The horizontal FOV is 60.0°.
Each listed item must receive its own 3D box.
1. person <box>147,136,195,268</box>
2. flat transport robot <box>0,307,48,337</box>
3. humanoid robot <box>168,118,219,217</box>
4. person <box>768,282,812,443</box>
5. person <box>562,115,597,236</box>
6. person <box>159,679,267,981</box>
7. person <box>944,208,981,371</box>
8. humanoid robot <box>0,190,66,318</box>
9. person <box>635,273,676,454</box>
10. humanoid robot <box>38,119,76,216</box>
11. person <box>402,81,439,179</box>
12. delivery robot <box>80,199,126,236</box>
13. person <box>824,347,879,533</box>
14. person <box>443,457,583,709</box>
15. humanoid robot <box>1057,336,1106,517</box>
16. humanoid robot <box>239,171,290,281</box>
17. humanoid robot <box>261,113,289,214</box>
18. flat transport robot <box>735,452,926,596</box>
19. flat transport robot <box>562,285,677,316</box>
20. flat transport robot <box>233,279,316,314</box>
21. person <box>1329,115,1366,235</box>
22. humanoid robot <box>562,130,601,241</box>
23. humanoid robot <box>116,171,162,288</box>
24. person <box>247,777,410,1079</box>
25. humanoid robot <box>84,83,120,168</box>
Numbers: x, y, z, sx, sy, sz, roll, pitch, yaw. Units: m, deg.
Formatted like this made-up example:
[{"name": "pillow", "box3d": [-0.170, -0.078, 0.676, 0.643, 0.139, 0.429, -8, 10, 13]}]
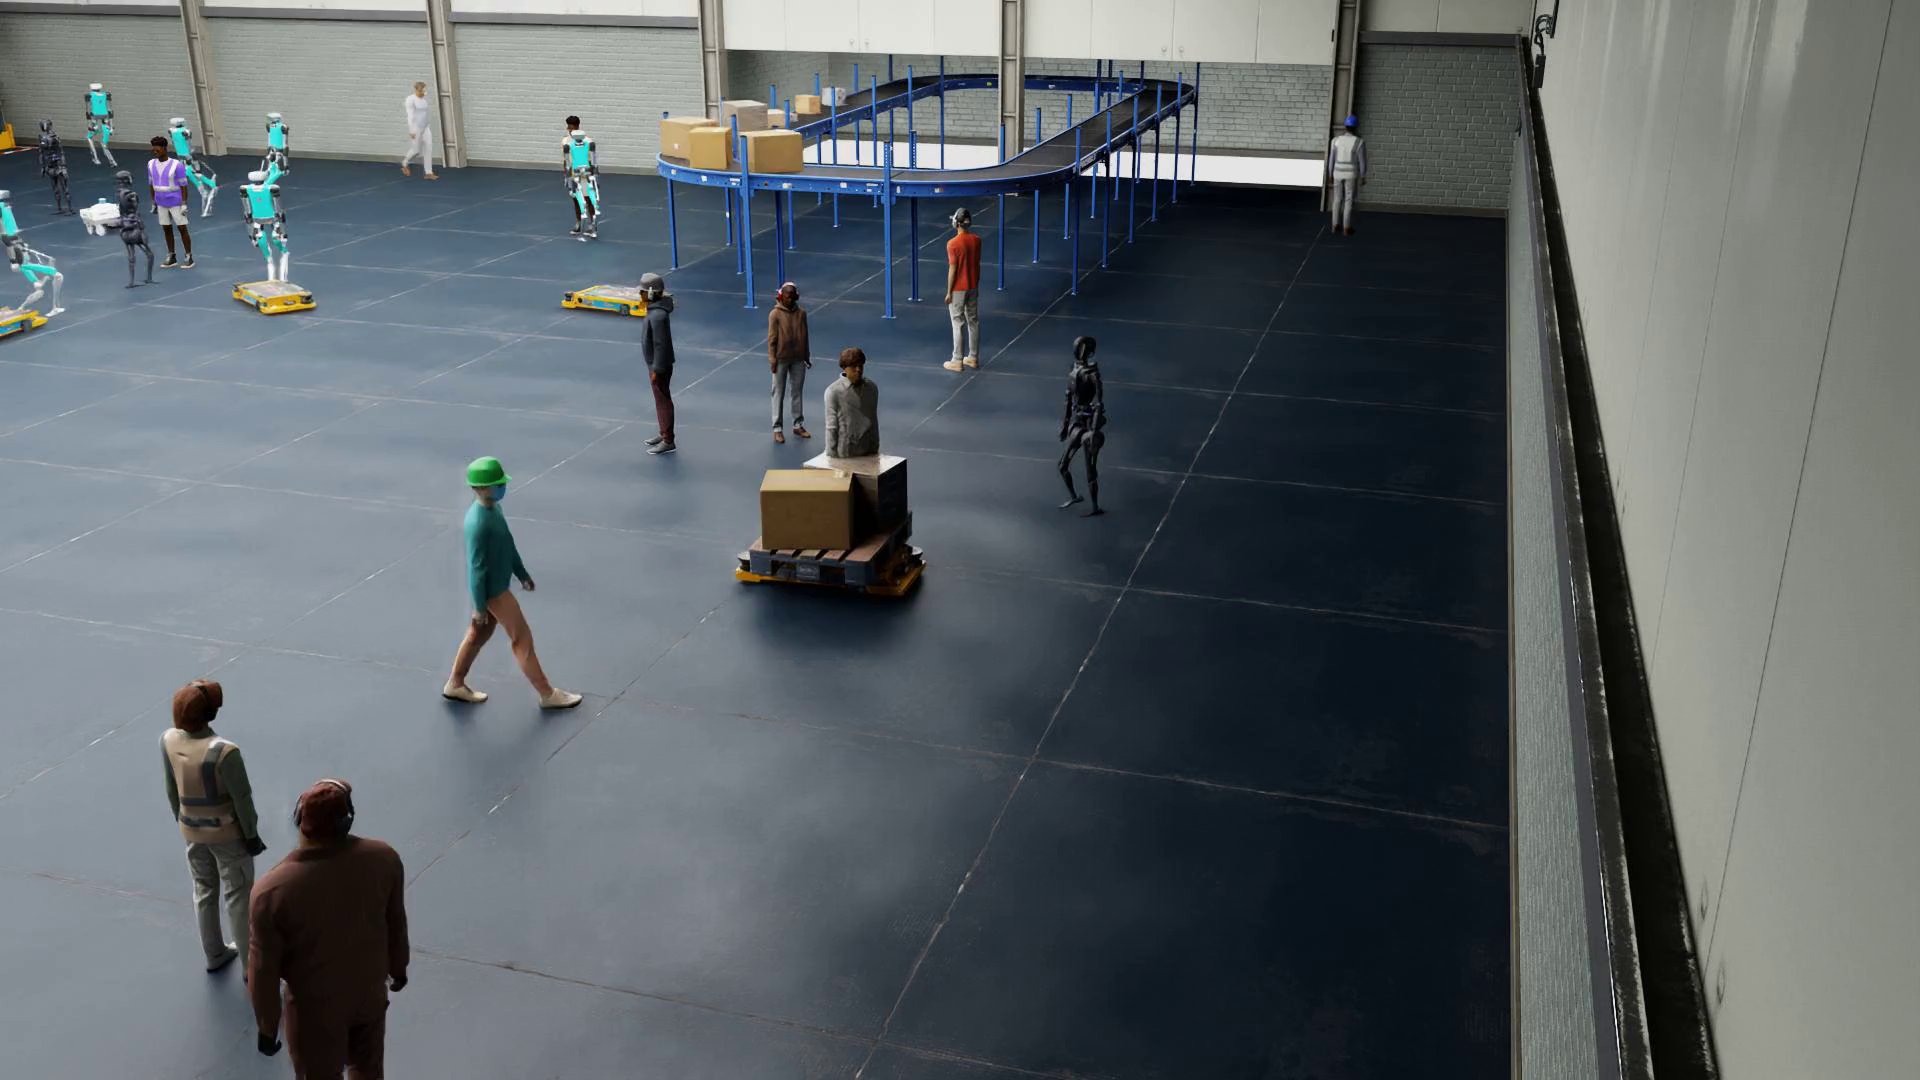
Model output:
[{"name": "person", "box3d": [-11.869, -5.069, 24.968, 0.605, 1.966, 0.368, 3, 21, 8]}, {"name": "flat transport robot", "box3d": [-12.405, -2.702, 21.187, 0.659, 0.231, 1.431, 3, 21, 9]}, {"name": "humanoid robot", "box3d": [-13.206, -6.401, 28.883, 0.534, 1.876, 0.752, 14, 25, 32]}, {"name": "person", "box3d": [-1.749, -1.831, 17.006, 0.459, 1.646, 0.327, -12, 24, -28]}, {"name": "person", "box3d": [-6.279, -6.014, 27.442, 0.596, 1.958, 0.380, 7, 22, 19]}, {"name": "person", "box3d": [-3.768, 1.477, 8.441, 0.521, 1.636, 0.308, 8, 23, 21]}, {"name": "person", "box3d": [0.017, -2.947, 19.541, 0.481, 1.911, 0.392, -17, 27, -37]}, {"name": "humanoid robot", "box3d": [-12.155, -3.722, 21.820, 0.985, 1.759, 0.574, -4, 21, -10]}, {"name": "person", "box3d": [-3.018, -1.773, 16.629, 0.369, 1.813, 0.539, -5, 22, -13]}, {"name": "humanoid robot", "box3d": [-15.865, -6.540, 29.163, 0.599, 1.657, 0.315, 8, 23, 20]}, {"name": "person", "box3d": [-10.776, -8.142, 33.032, 0.767, 1.899, 0.657, 10, 23, 24]}, {"name": "delivery robot", "box3d": [-14.247, -5.398, 27.802, 0.524, 0.610, 0.781, 13, 25, 30]}, {"name": "person", "box3d": [-0.881, -0.709, 13.848, 0.501, 1.833, 0.366, -14, 25, -31]}, {"name": "person", "box3d": [-3.137, 0.296, 11.240, 0.968, 1.826, 0.505, -2, 21, -6]}, {"name": "humanoid robot", "box3d": [1.119, -1.006, 14.835, 0.377, 1.649, 0.601, -11, 24, -26]}, {"name": "humanoid robot", "box3d": [-9.641, -4.265, 23.290, 0.537, 1.849, 0.758, -3, 21, -7]}, {"name": "humanoid robot", "box3d": [-12.042, -6.475, 29.039, 0.540, 1.861, 0.748, 14, 25, 31]}, {"name": "flat transport robot", "box3d": [-1.055, 0.196, 13.668, 1.431, 0.231, 0.659, 6, 22, 14]}, {"name": "flat transport robot", "box3d": [-4.639, -3.256, 22.623, 1.431, 0.231, 0.659, 10, 23, 23]}, {"name": "flat transport robot", "box3d": [-9.443, -3.352, 22.871, 0.659, 0.231, 1.431, -17, 27, -37]}, {"name": "person", "box3d": [6.414, -6.033, 27.514, 0.619, 1.945, 0.434, 16, 26, 35]}, {"name": "humanoid robot", "box3d": [-6.038, -5.691, 26.854, 0.542, 1.765, 0.671, -10, 23, -24]}, {"name": "humanoid robot", "box3d": [-11.800, -4.442, 23.749, 0.600, 1.648, 0.512, 16, 26, 35]}, {"name": "person", "box3d": [-2.659, 1.921, 6.992, 0.454, 1.860, 0.788, 17, 27, 38]}, {"name": "humanoid robot", "box3d": [-17.830, -8.543, 34.390, 1.083, 1.771, 0.550, 17, 27, 37]}]
